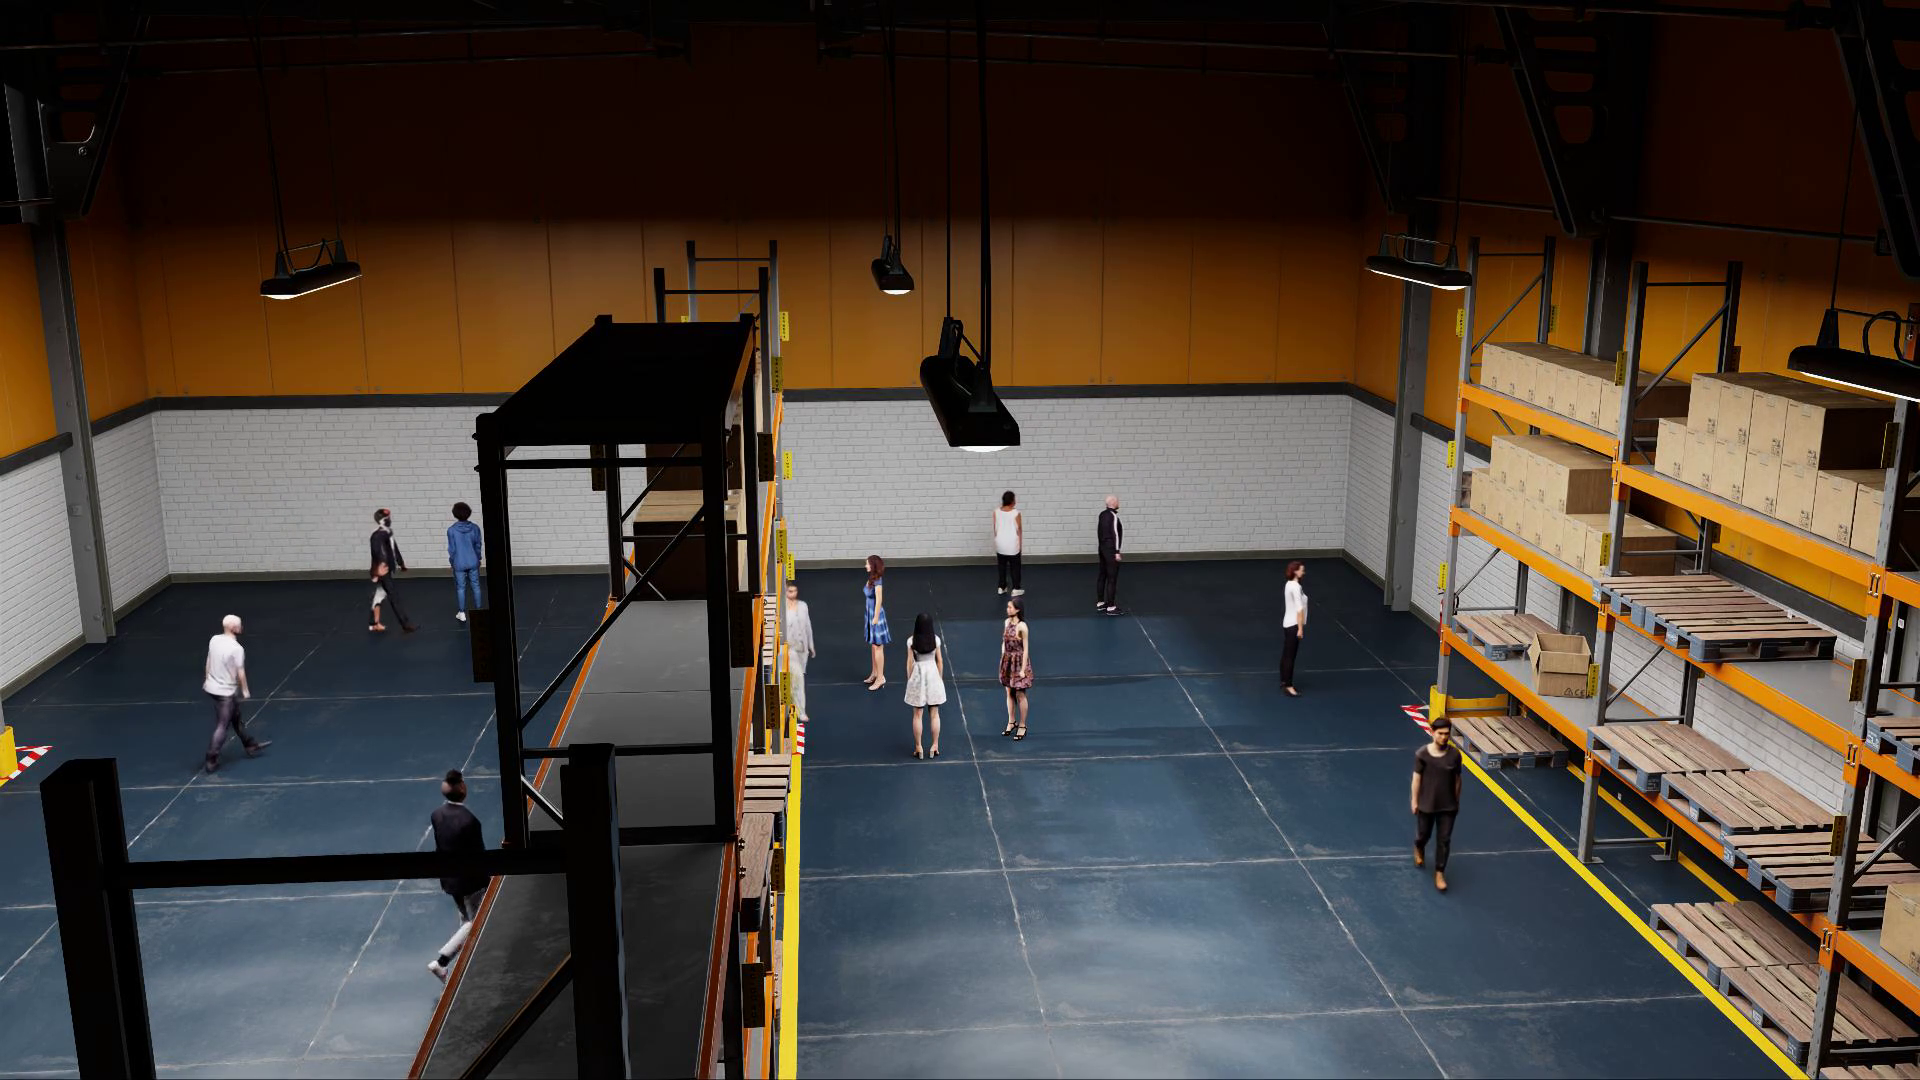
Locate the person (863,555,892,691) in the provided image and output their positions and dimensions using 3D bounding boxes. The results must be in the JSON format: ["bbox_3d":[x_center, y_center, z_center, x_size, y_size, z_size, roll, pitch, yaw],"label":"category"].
[{"bbox_3d":[-1.131,1.073,21.965,0.757,1.806,0.552,-3,14,-13],"label":"person"}]

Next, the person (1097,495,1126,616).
[{"bbox_3d":[2.277,0.206,25.480,0.806,1.836,0.635,-6,15,-23],"label":"person"}]

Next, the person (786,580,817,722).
[{"bbox_3d":[-2.109,1.359,20.928,0.949,1.738,1.145,-10,17,-36],"label":"person"}]

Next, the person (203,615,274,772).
[{"bbox_3d":[-8.541,1.771,19.139,1.126,1.778,1.179,8,16,31],"label":"person"}]

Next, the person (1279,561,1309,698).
[{"bbox_3d":[4.332,1.146,21.691,0.674,1.793,0.464,-1,14,-3],"label":"person"}]

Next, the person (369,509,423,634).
[{"bbox_3d":[-8.516,0.472,24.353,0.839,1.850,1.060,0,14,0],"label":"person"}]

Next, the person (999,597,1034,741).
[{"bbox_3d":[0.662,1.546,20.081,0.857,1.773,0.777,-10,17,-36],"label":"person"}]

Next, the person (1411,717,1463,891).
[{"bbox_3d":[4.638,2.518,16.227,0.734,1.697,0.967,1,14,6],"label":"person"}]

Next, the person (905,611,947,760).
[{"bbox_3d":[-0.408,1.692,19.475,0.629,1.775,0.611,-1,14,-4],"label":"person"}]

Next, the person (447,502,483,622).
[{"bbox_3d":[-7.462,0.308,25.106,0.752,1.814,0.720,-7,15,-25],"label":"person"}]

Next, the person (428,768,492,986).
[{"bbox_3d":[-4.297,2.888,14.180,1.049,1.941,1.139,9,16,33],"label":"person"}]

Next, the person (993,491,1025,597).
[{"bbox_3d":[0.776,0.038,26.488,0.765,1.687,0.805,9,16,32],"label":"person"}]
